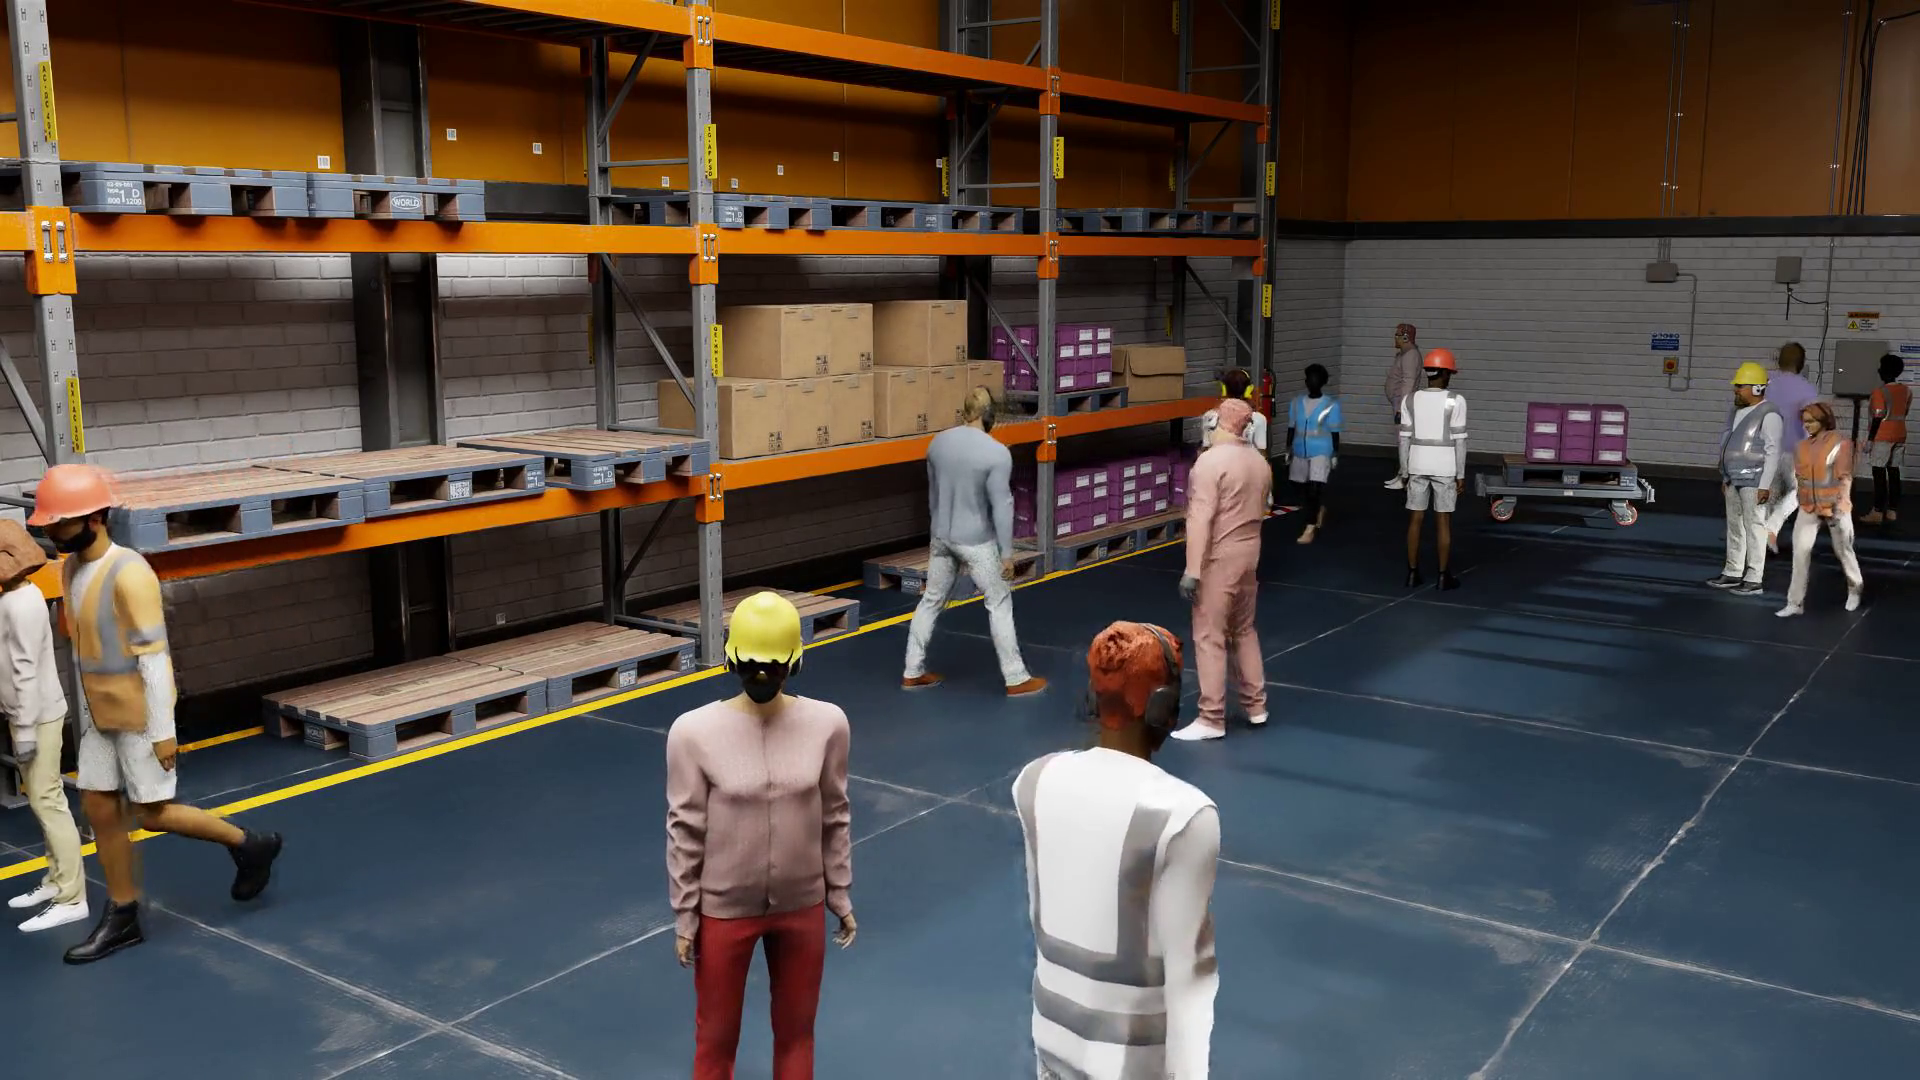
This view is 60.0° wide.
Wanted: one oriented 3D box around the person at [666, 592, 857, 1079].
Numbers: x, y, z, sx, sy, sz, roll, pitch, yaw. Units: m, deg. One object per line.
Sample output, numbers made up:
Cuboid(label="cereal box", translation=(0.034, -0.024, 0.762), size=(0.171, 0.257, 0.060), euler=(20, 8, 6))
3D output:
Cuboid(label="person", translation=(-0.530, 1.001, 4.515), size=(0.522, 1.761, 0.327), euler=(-4, 10, -23))

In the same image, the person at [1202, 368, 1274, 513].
Cuboid(label="person", translation=(2.098, -0.389, 12.662), size=(0.540, 1.816, 0.990), euler=(4, 11, 25))

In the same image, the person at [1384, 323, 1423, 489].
Cuboid(label="person", translation=(5.107, -1.540, 19.207), size=(0.410, 1.909, 0.643), euler=(3, 10, 16))

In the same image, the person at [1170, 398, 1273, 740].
Cuboid(label="person", translation=(1.463, 0.165, 9.190), size=(0.429, 1.870, 0.743), euler=(8, 12, 38))

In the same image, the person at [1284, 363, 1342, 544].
Cuboid(label="person", translation=(3.332, -0.824, 15.596), size=(0.542, 1.682, 0.629), euler=(8, 12, 39))

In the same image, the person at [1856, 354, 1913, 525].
Cuboid(label="person", translation=(9.246, -1.000, 16.616), size=(0.531, 1.698, 0.320), euler=(-5, 11, -28))

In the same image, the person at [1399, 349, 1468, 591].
Cuboid(label="person", translation=(3.791, -0.561, 13.310), size=(0.542, 1.929, 0.374), euler=(7, 12, 35))

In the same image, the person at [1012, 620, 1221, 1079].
Cuboid(label="person", translation=(0.435, 1.090, 3.706), size=(0.890, 1.849, 0.597), euler=(-9, 13, -42))

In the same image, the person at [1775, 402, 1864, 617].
Cuboid(label="person", translation=(6.451, -0.237, 12.375), size=(0.866, 1.592, 0.519), euler=(-6, 11, -31))

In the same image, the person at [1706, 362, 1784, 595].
Cuboid(label="person", translation=(6.208, -0.486, 13.151), size=(0.404, 1.830, 0.599), euler=(-1, 10, -6))

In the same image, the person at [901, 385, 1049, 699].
Cuboid(label="person", translation=(0.107, 0.017, 10.045), size=(0.790, 1.891, 0.572), euler=(8, 12, 39))

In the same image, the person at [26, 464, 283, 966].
Cuboid(label="person", translation=(-3.086, 0.623, 6.354), size=(0.569, 1.902, 0.759), euler=(7, 12, 37))

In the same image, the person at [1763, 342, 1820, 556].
Cuboid(label="person", translation=(7.223, -0.782, 14.666), size=(0.539, 1.924, 0.629), euler=(-6, 11, -30))

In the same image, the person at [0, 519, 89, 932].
Cuboid(label="person", translation=(-3.698, 0.721, 6.592), size=(0.284, 1.626, 0.495), euler=(-7, 12, -34))
